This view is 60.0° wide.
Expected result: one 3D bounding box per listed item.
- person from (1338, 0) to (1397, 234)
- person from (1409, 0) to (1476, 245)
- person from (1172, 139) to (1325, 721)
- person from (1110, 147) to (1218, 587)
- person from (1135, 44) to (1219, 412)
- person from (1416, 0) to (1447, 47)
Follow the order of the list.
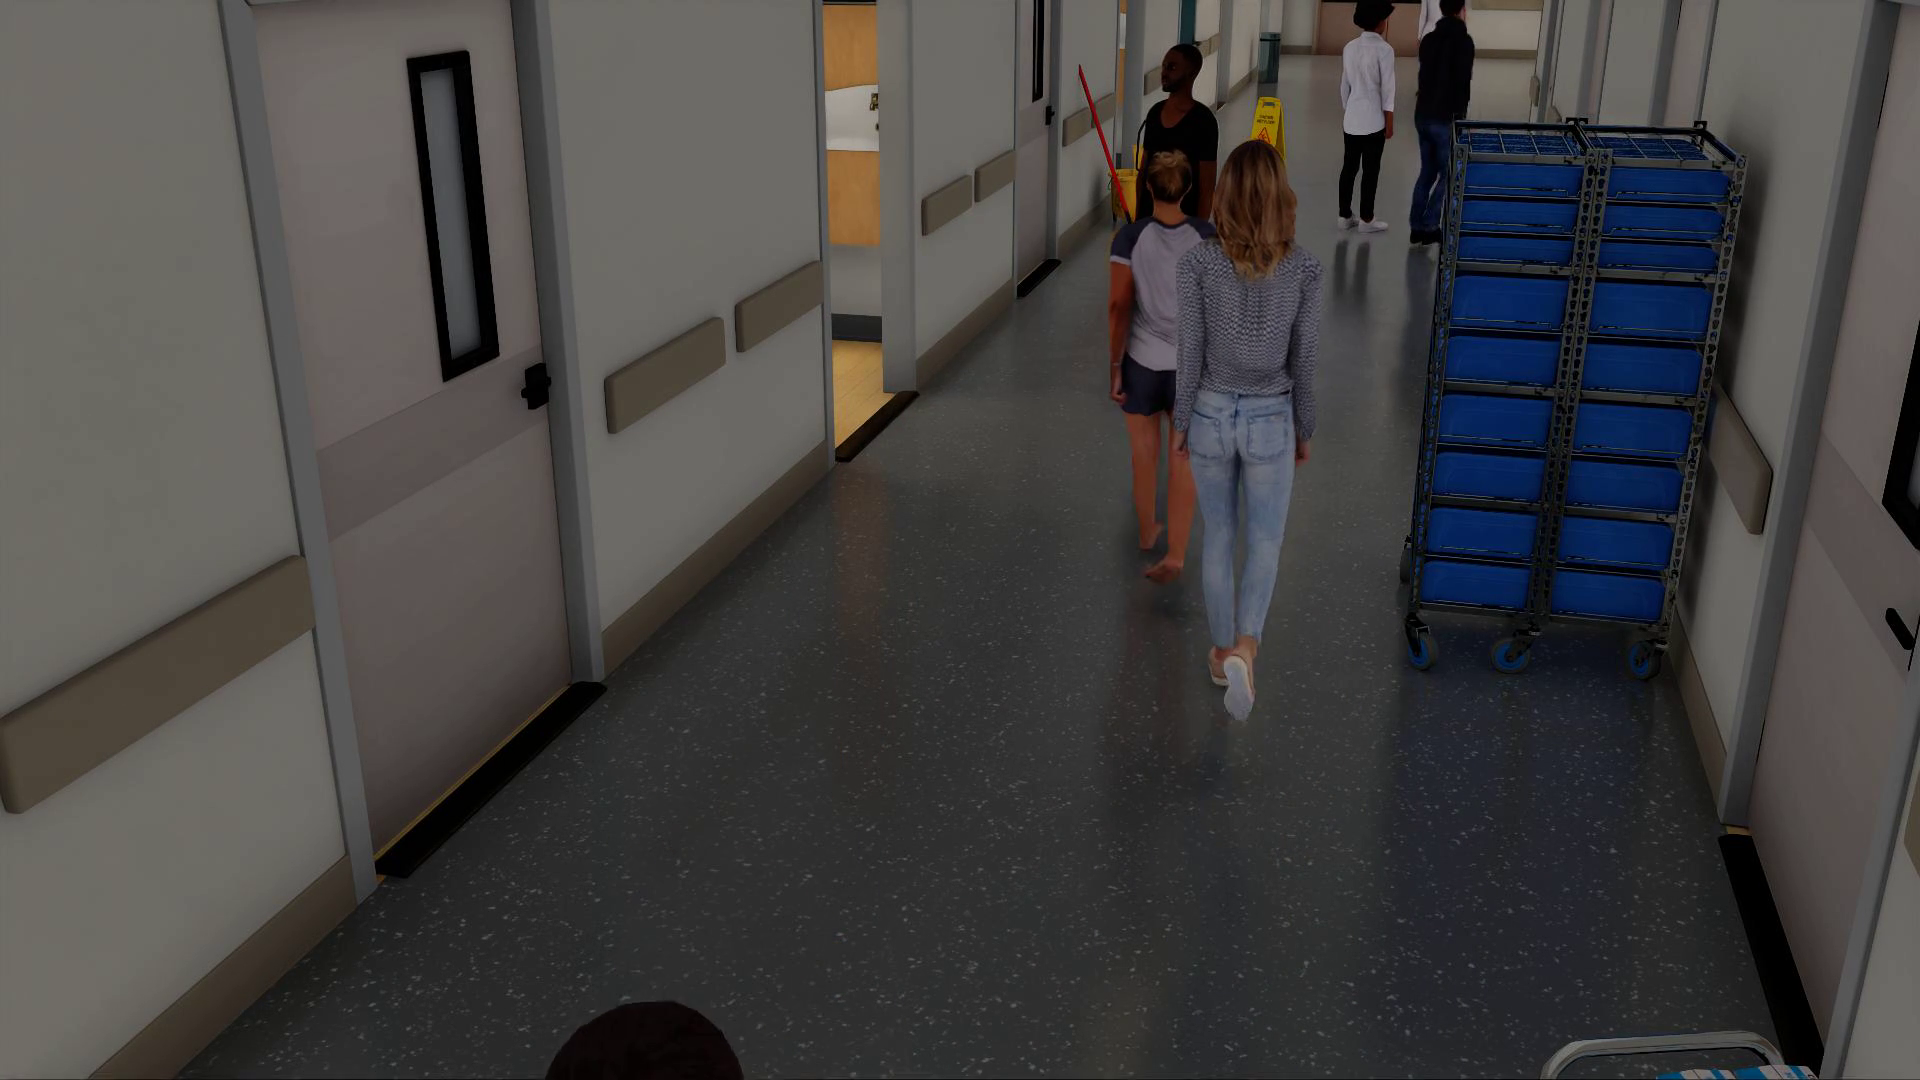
[{"bbox_3d":[3.202,-3.354,13.115,0.759,1.810,0.727,-16,26,-37],"label":"person"},{"bbox_3d":[3.580,-3.143,12.503,0.978,1.850,0.891,-5,21,-14],"label":"person"},{"bbox_3d":[0.857,-0.286,5.066,0.655,1.775,1.029,3,21,8],"label":"person"},{"bbox_3d":[0.762,-0.591,6.150,0.641,1.577,1.023,2,21,6],"label":"person"},{"bbox_3d":[1.087,-1.583,8.446,0.734,1.806,0.714,-16,26,-36],"label":"person"},{"bbox_3d":[6.086,-6.425,21.273,0.606,1.775,0.506,5,21,14],"label":"person"}]
